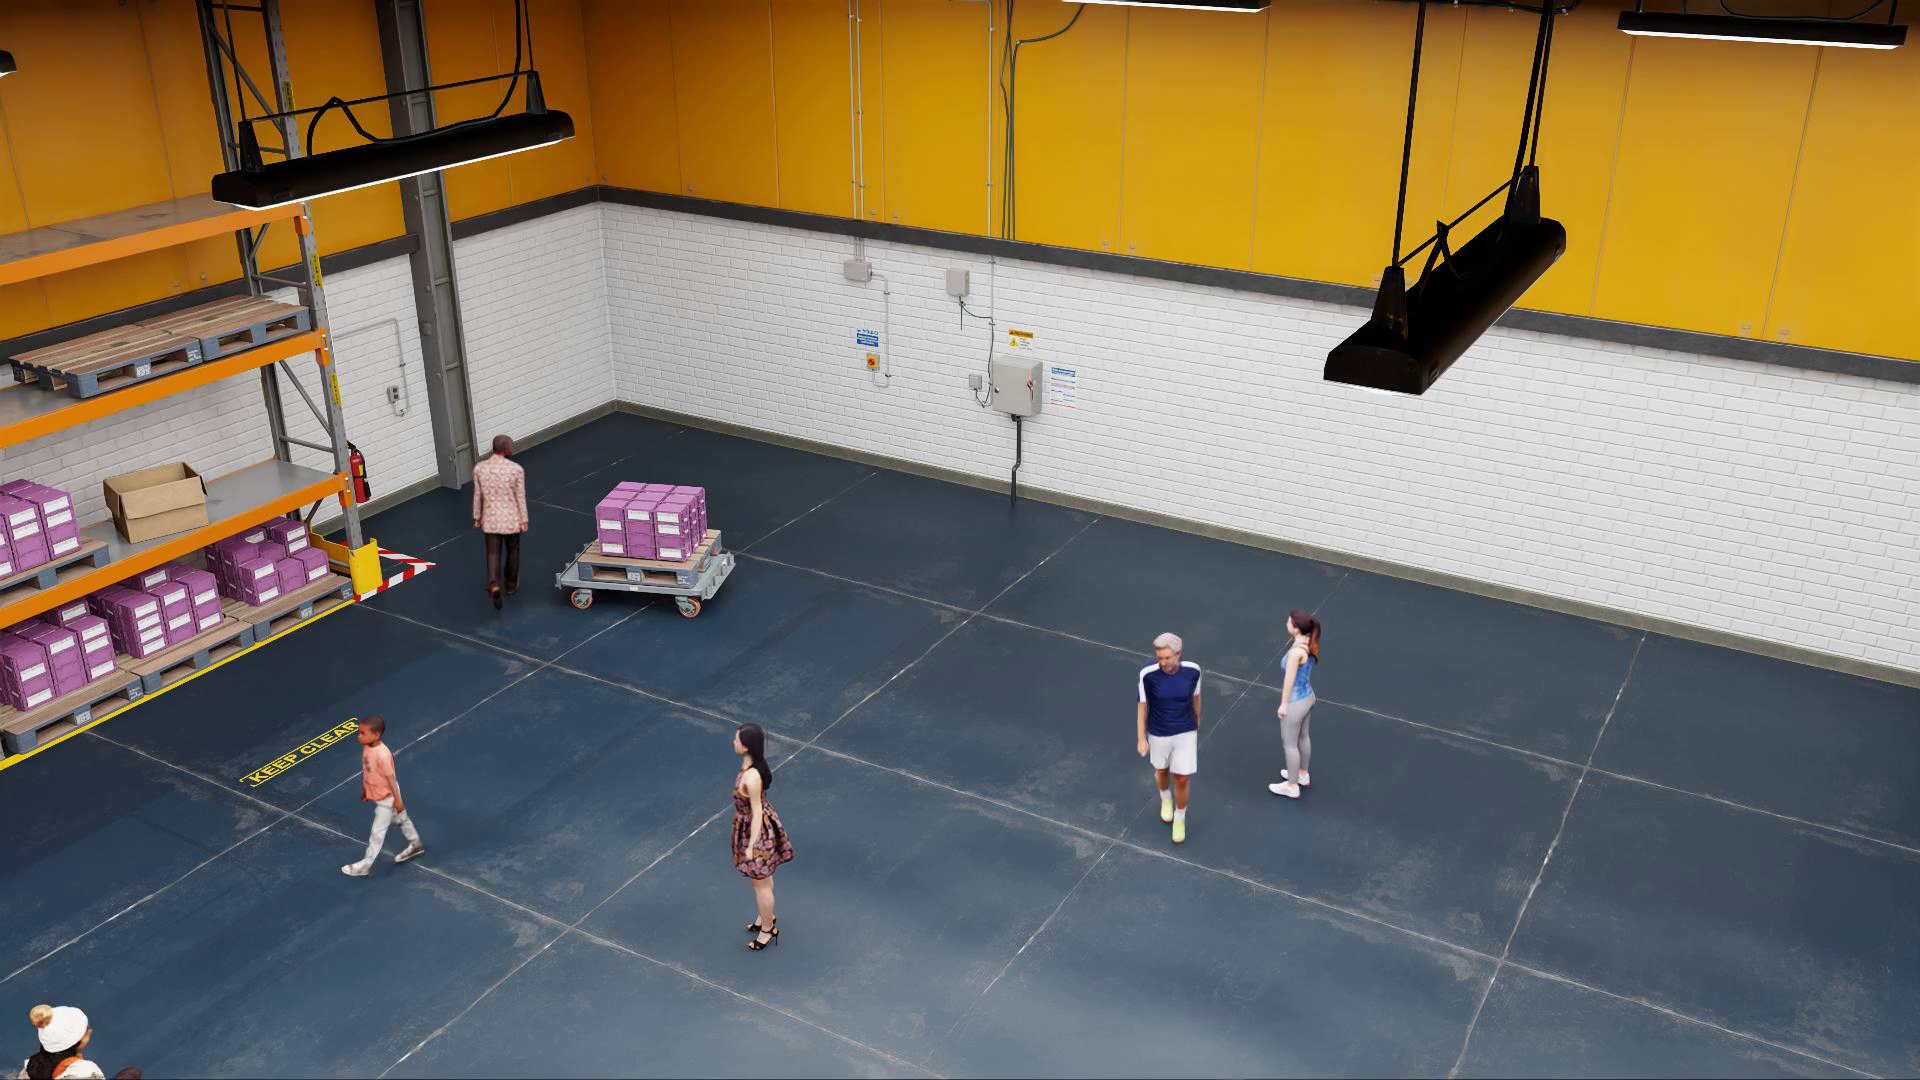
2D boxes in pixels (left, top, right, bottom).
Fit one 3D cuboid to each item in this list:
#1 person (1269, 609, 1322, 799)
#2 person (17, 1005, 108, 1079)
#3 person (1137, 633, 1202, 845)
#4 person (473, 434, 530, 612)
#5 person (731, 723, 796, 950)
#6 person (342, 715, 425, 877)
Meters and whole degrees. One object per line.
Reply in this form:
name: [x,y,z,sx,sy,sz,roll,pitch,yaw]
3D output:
person: [2.747,1.315,13.529,0.620,1.605,0.464,15,28,31]
person: [-4.658,3.278,8.710,0.772,1.868,1.165,9,25,21]
person: [1.665,1.461,12.984,0.874,1.774,0.983,-2,24,-4]
person: [-4.602,-0.155,16.685,1.085,1.770,1.208,-3,24,-8]
person: [-1.434,2.060,11.613,0.862,1.774,0.788,-2,24,-6]
person: [-4.301,1.898,12.597,0.937,1.283,0.711,-18,29,-35]
